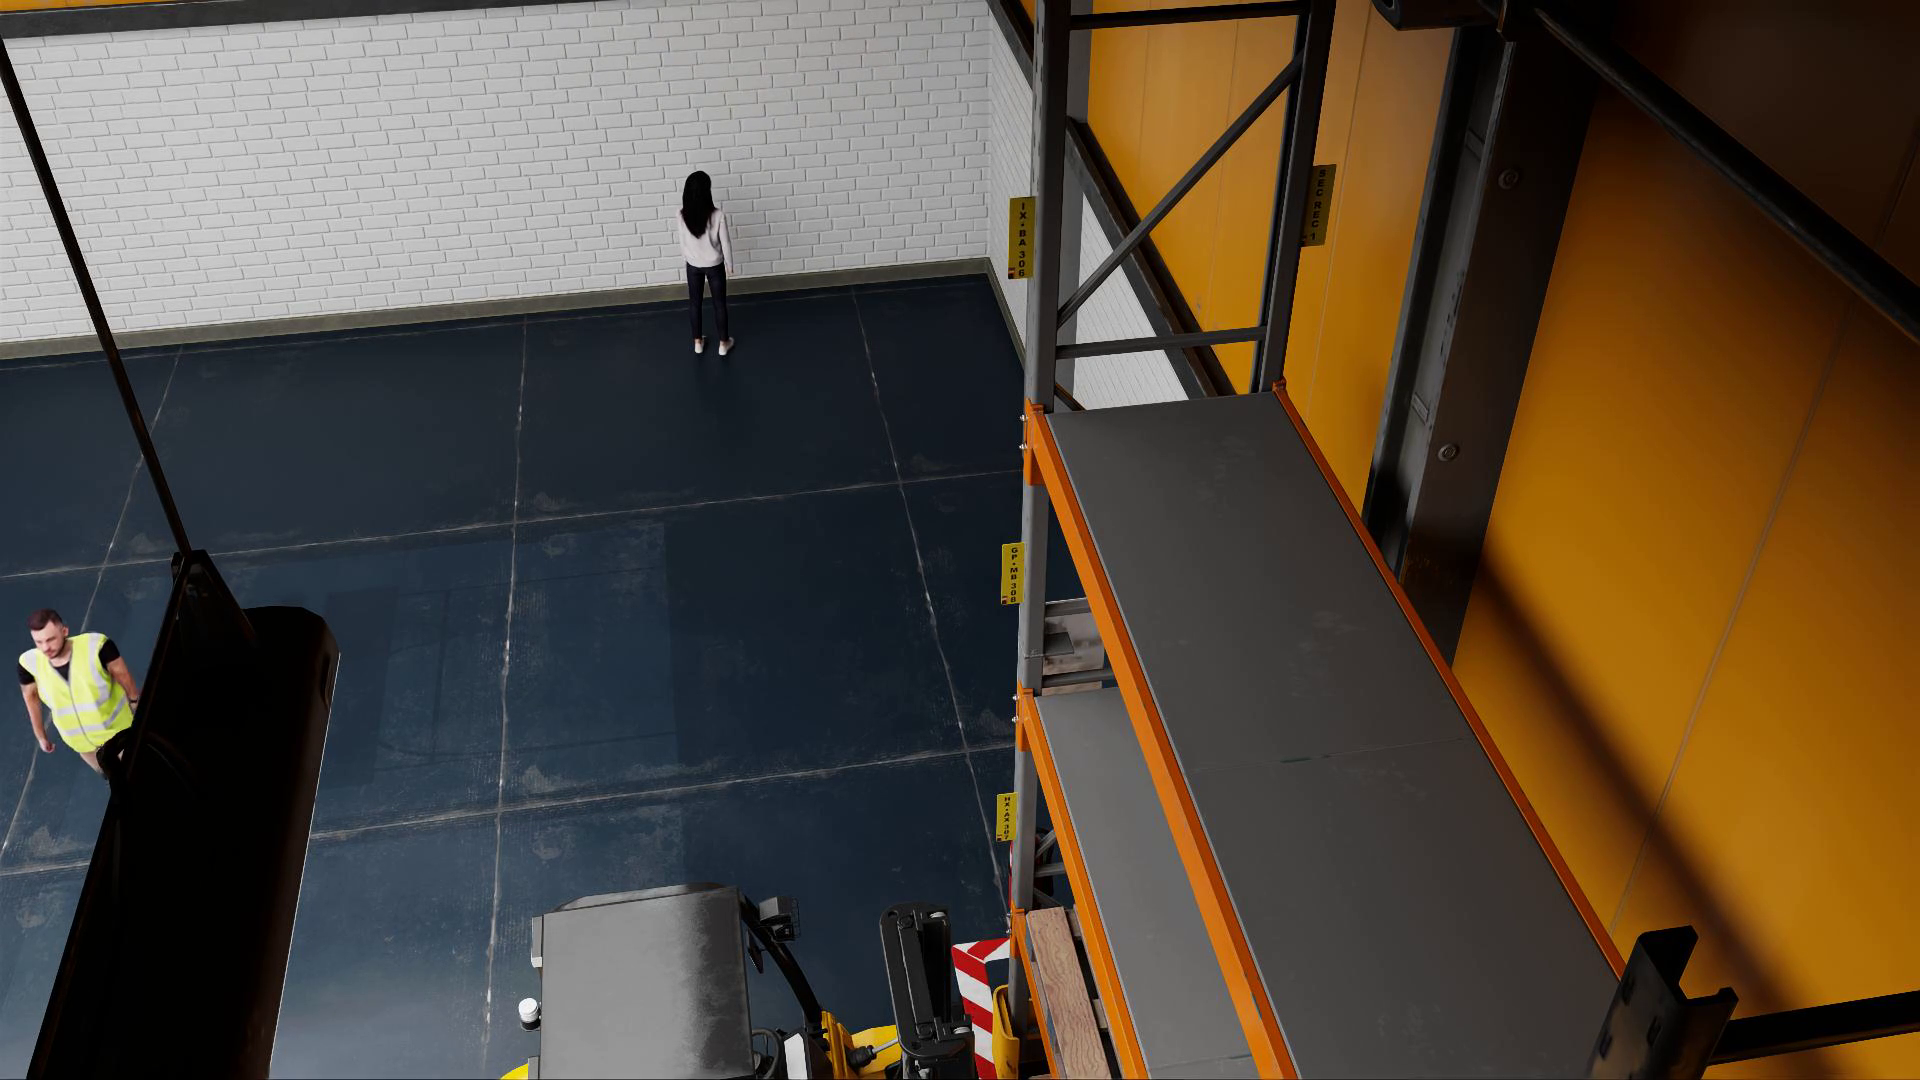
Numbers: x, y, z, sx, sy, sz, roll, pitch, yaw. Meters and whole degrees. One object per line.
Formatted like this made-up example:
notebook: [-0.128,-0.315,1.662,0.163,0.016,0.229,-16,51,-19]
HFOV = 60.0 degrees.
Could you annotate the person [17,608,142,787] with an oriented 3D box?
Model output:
person: [-5.119,1.060,9.870,0.792,1.798,1.131,-10,40,-13]

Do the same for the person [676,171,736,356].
person: [-2.188,-2.367,14.240,0.666,1.701,0.641,5,39,6]
